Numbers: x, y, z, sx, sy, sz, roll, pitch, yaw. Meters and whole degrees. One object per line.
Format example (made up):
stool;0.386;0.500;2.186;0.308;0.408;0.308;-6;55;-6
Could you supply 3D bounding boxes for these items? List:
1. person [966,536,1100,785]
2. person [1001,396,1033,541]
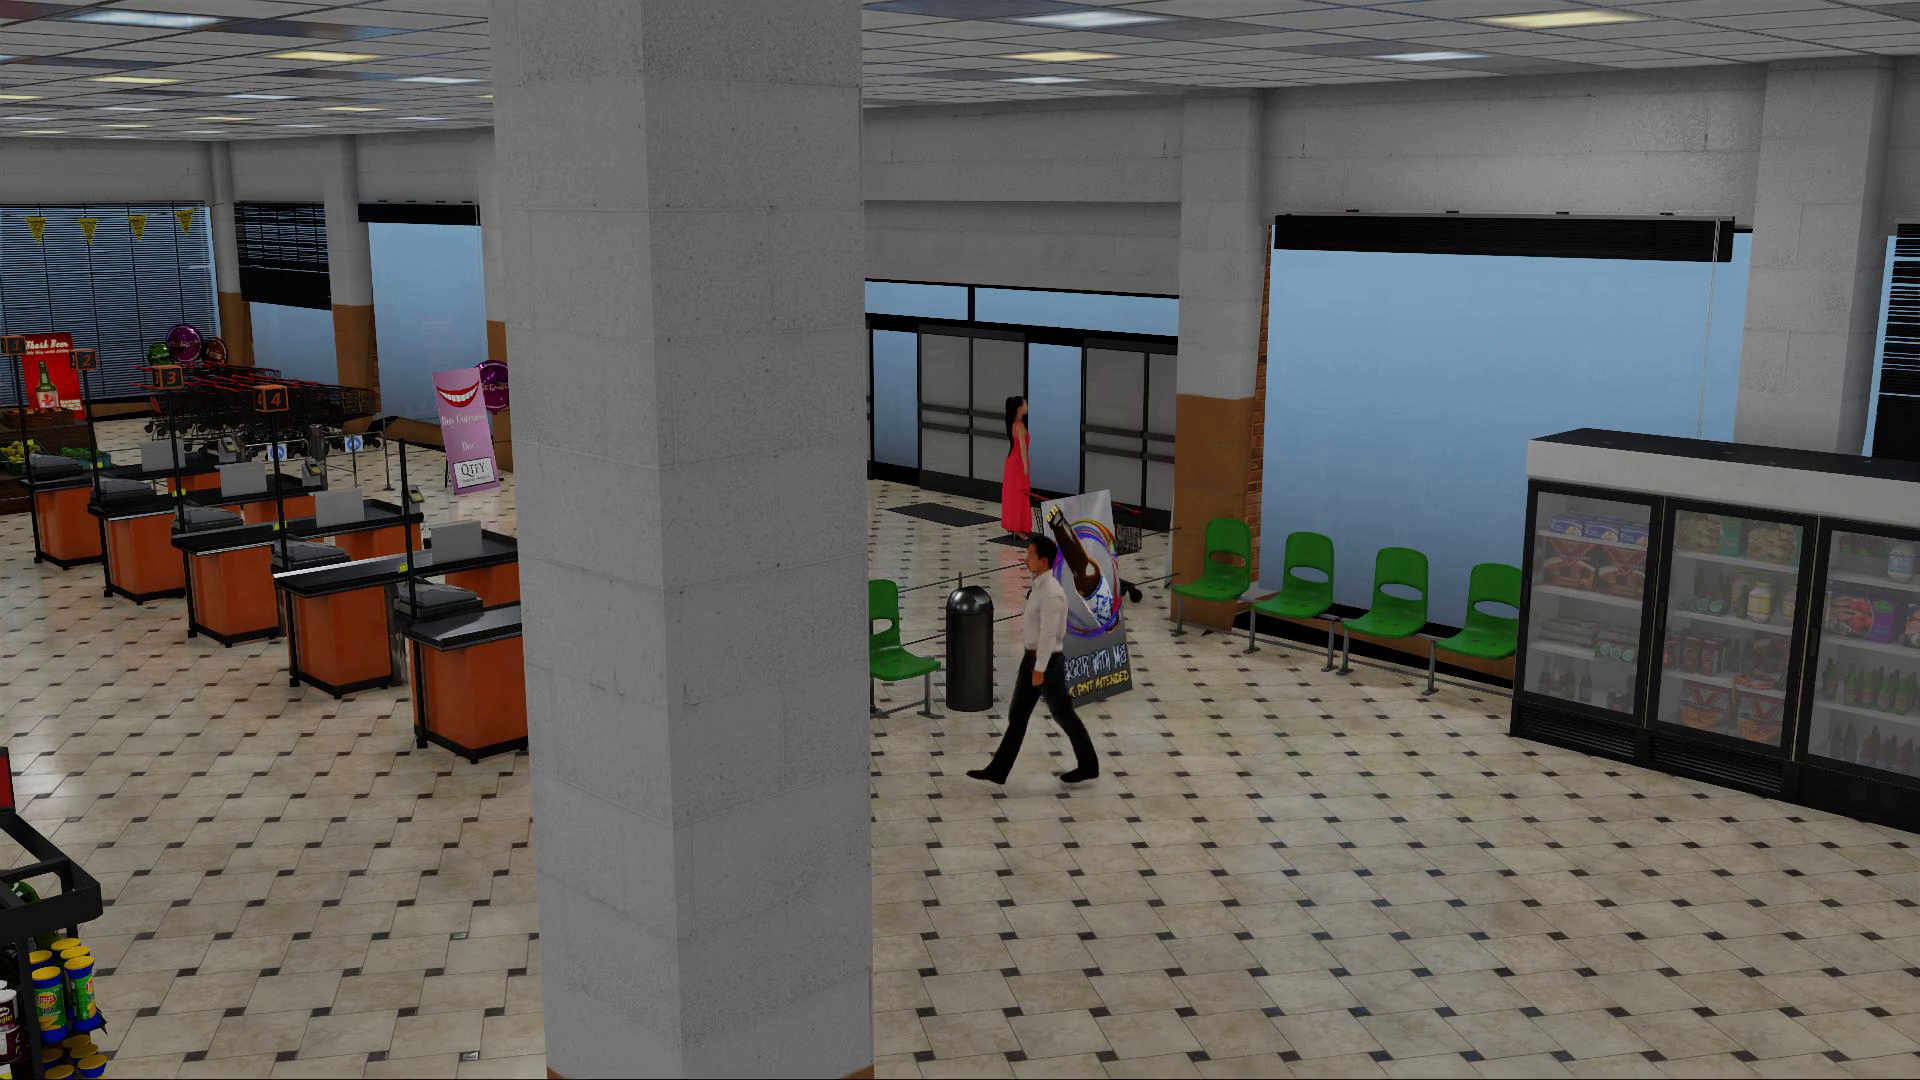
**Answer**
person;0.675;0.883;11.487;1.282;1.760;1.116;-2;12;-10
person;0.686;-0.865;19.869;0.712;1.727;0.704;-4;13;-18
